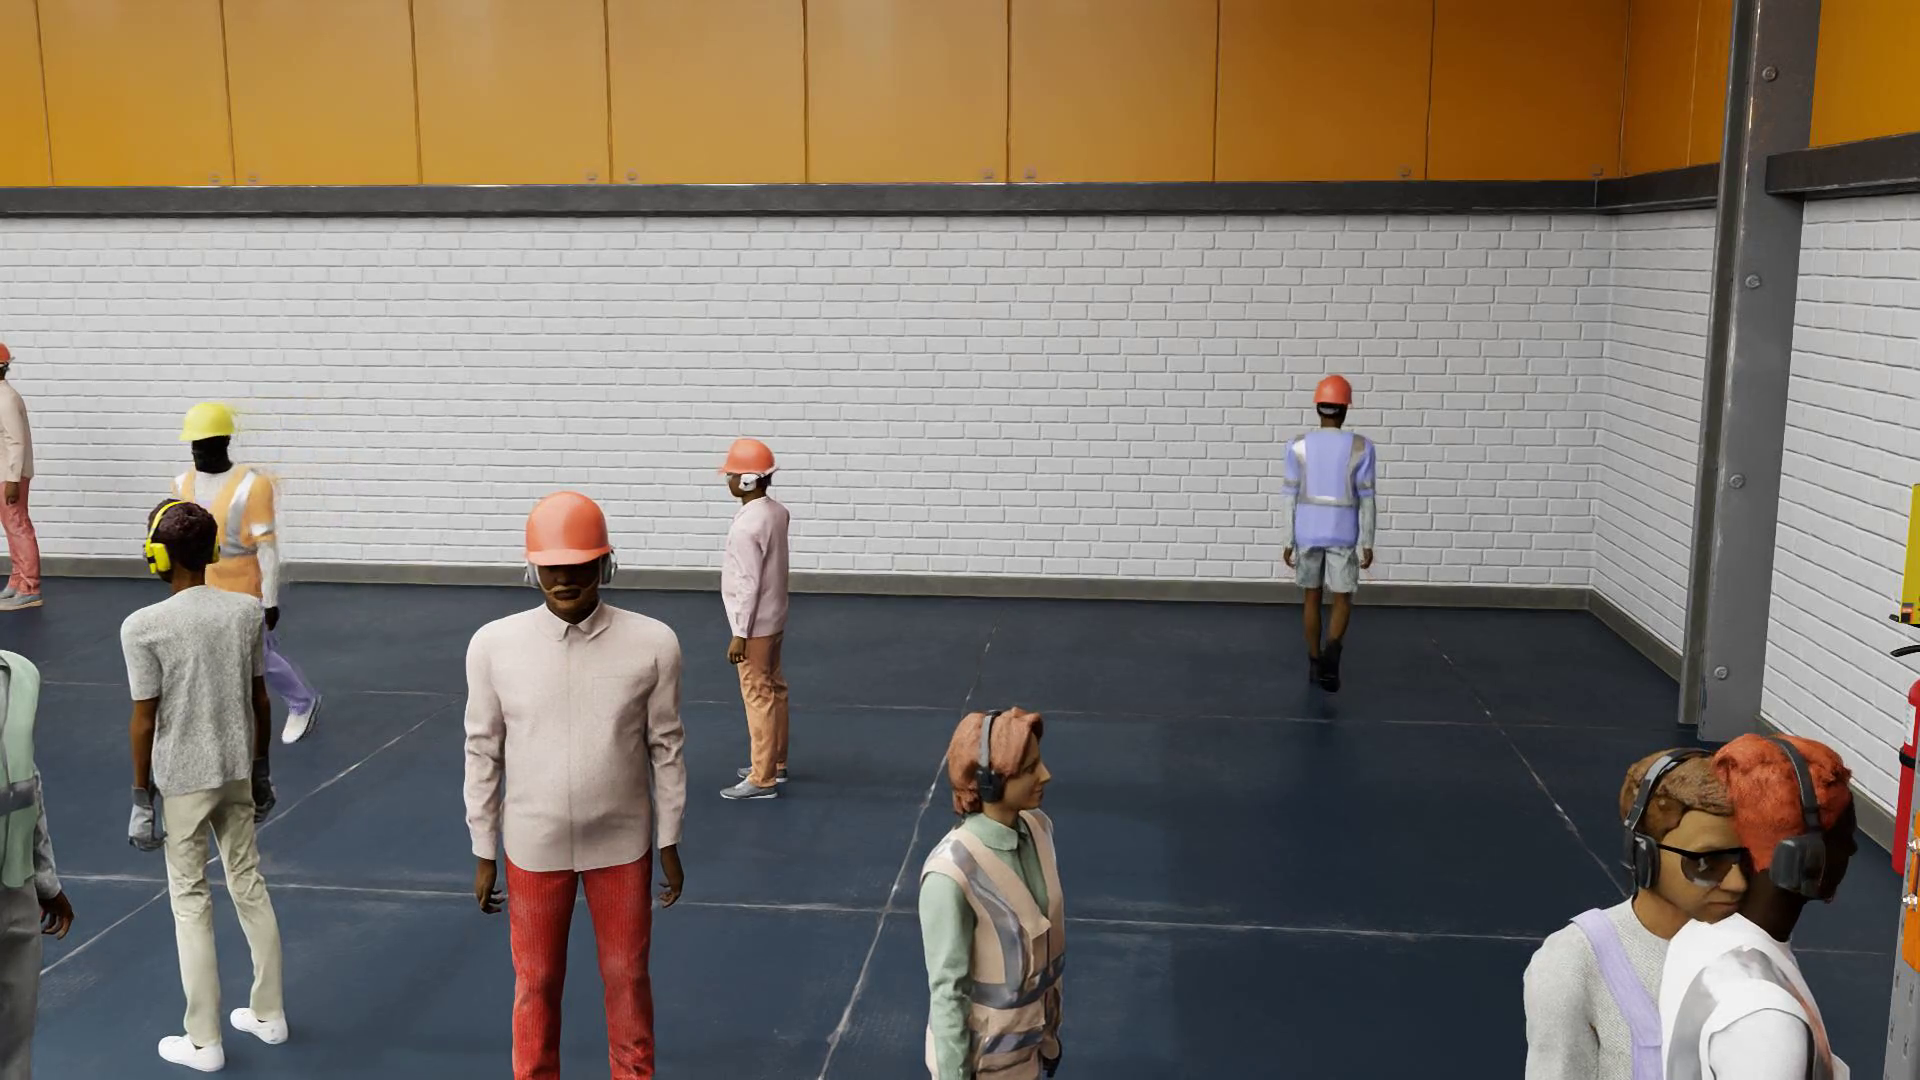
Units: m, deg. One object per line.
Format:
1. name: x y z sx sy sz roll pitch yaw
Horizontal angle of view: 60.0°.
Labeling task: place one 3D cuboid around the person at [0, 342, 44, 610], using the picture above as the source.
1. person: -7.070 -0.484 12.311 0.384 1.996 0.610 -7 12 -36

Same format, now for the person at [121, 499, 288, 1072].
1. person: -2.462 0.792 5.411 0.328 1.861 0.501 5 11 29

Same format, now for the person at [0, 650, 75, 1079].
1. person: -2.578 0.948 4.335 0.392 1.919 0.592 1 10 7

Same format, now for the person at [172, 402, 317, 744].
1. person: -3.730 0.220 8.577 0.594 1.900 0.886 3 10 15

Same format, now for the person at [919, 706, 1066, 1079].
1. person: 0.078 1.180 3.789 0.307 1.645 0.519 5 11 26

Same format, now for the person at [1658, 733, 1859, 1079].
1. person: 1.267 1.238 2.780 0.337 1.880 0.583 2 10 10

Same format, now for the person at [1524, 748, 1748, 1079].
1. person: 1.177 1.245 2.846 0.506 1.846 0.345 -4 11 -24

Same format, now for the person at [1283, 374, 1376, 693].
1. person: 2.184 -0.024 9.916 0.552 1.917 0.740 3 10 18

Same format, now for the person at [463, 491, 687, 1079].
1. person: -1.073 0.849 4.685 0.612 1.995 0.378 -2 10 -13

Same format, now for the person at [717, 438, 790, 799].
1. person: -1.000 0.375 8.075 0.320 1.755 0.559 2 10 9
